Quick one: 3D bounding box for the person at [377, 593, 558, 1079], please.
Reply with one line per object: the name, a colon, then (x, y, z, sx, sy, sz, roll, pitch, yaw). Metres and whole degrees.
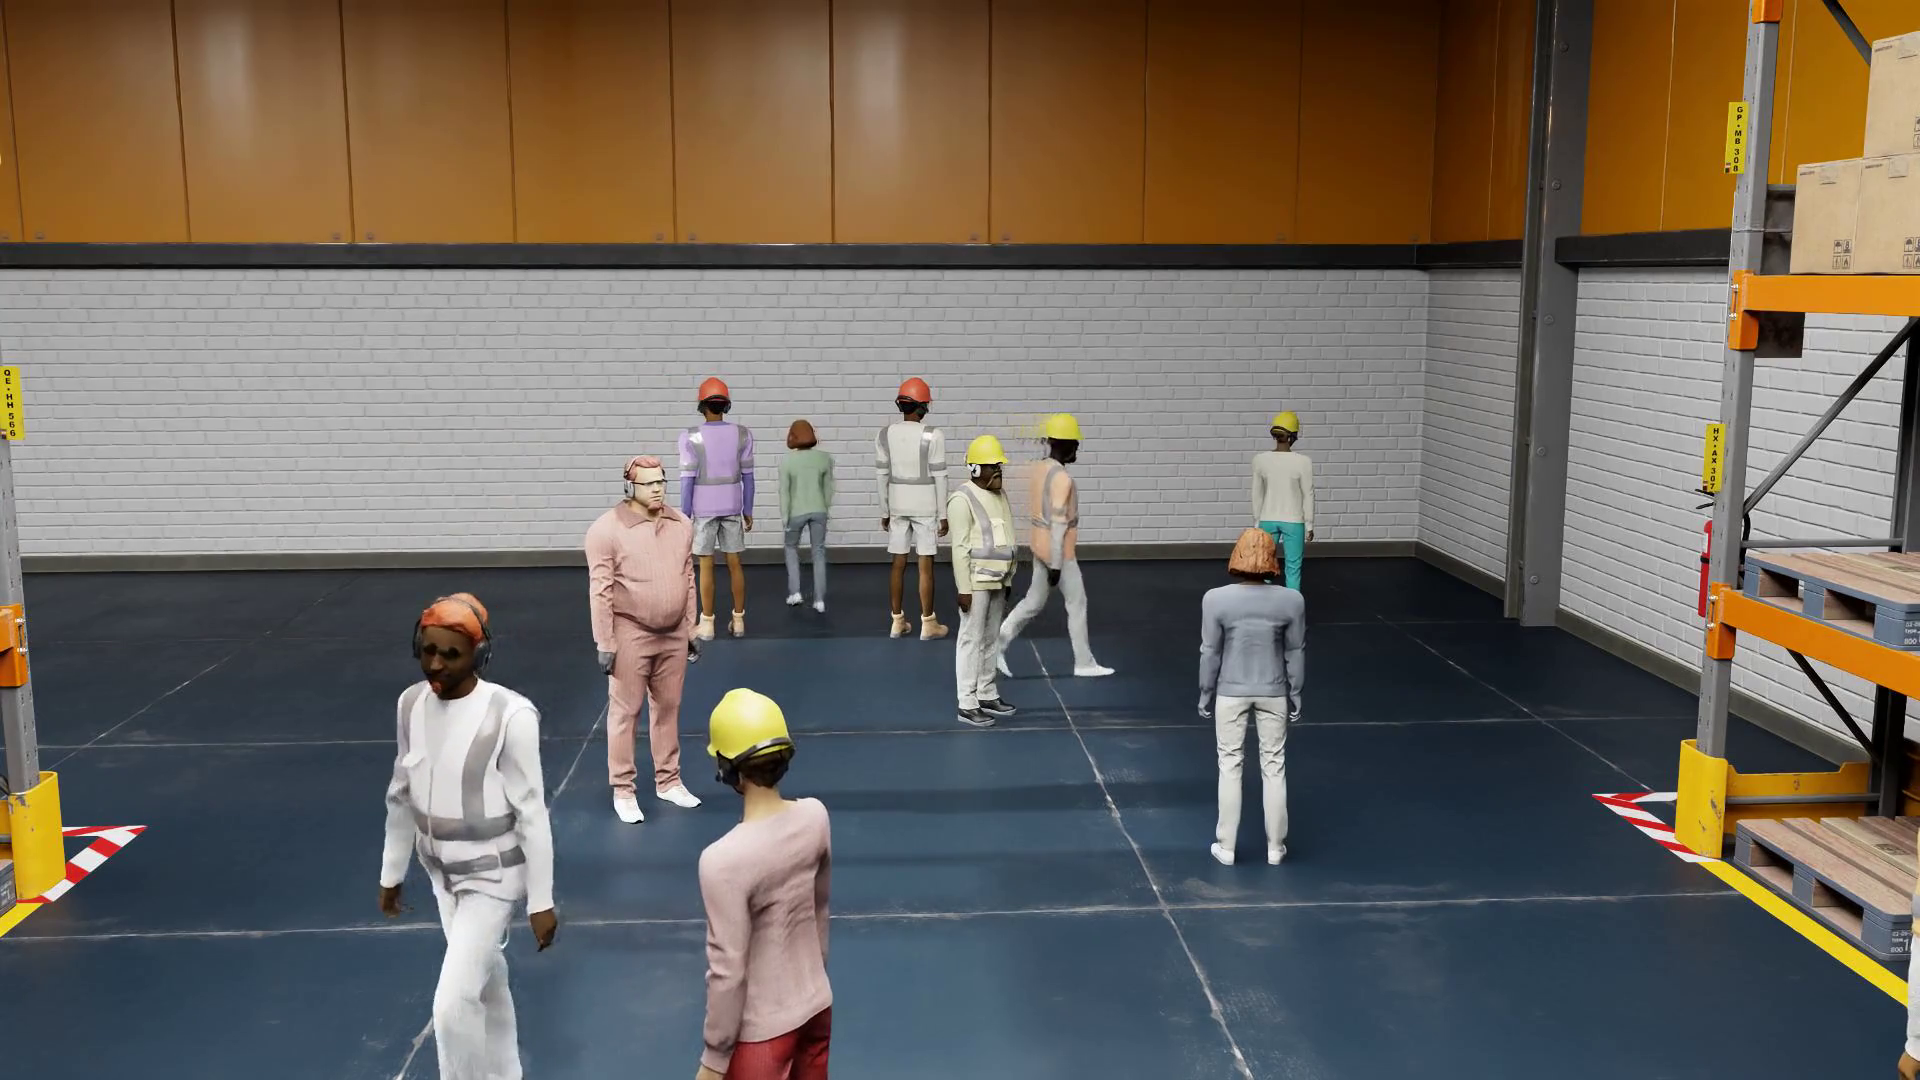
person: (-1.594, 1.085, 5.190, 0.673, 1.858, 0.693, 7, 11, 36)

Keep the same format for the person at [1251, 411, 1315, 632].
person: (2.558, -0.136, 13.172, 0.525, 1.769, 0.308, 5, 11, 31)

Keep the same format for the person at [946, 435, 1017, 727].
person: (0.159, 0.247, 10.556, 0.404, 1.832, 0.595, 5, 10, 29)

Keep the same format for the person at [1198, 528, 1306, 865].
person: (1.400, 0.754, 7.996, 0.508, 1.632, 0.264, 0, 9, 2)

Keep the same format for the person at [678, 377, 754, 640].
person: (-1.905, -0.242, 12.967, 0.614, 2.042, 0.373, -5, 10, -29)

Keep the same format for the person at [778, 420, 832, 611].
person: (-1.312, -0.208, 14.106, 0.497, 1.617, 0.579, -3, 10, -21)

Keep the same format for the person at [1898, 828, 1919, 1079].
person: (2.607, 1.225, 4.078, 0.546, 1.941, 0.359, 3, 10, 19)

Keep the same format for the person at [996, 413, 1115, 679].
person: (0.603, 0.052, 11.617, 0.942, 1.895, 0.590, -3, 9, -17)

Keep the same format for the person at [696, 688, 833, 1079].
person: (-0.522, 1.262, 4.404, 0.329, 1.765, 0.526, 5, 10, 28)

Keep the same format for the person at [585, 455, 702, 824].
person: (-1.623, 0.504, 8.715, 0.410, 1.909, 0.642, 9, 13, 44)

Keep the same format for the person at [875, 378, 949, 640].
person: (-0.357, -0.239, 12.953, 0.606, 2.044, 0.374, 4, 10, 24)
